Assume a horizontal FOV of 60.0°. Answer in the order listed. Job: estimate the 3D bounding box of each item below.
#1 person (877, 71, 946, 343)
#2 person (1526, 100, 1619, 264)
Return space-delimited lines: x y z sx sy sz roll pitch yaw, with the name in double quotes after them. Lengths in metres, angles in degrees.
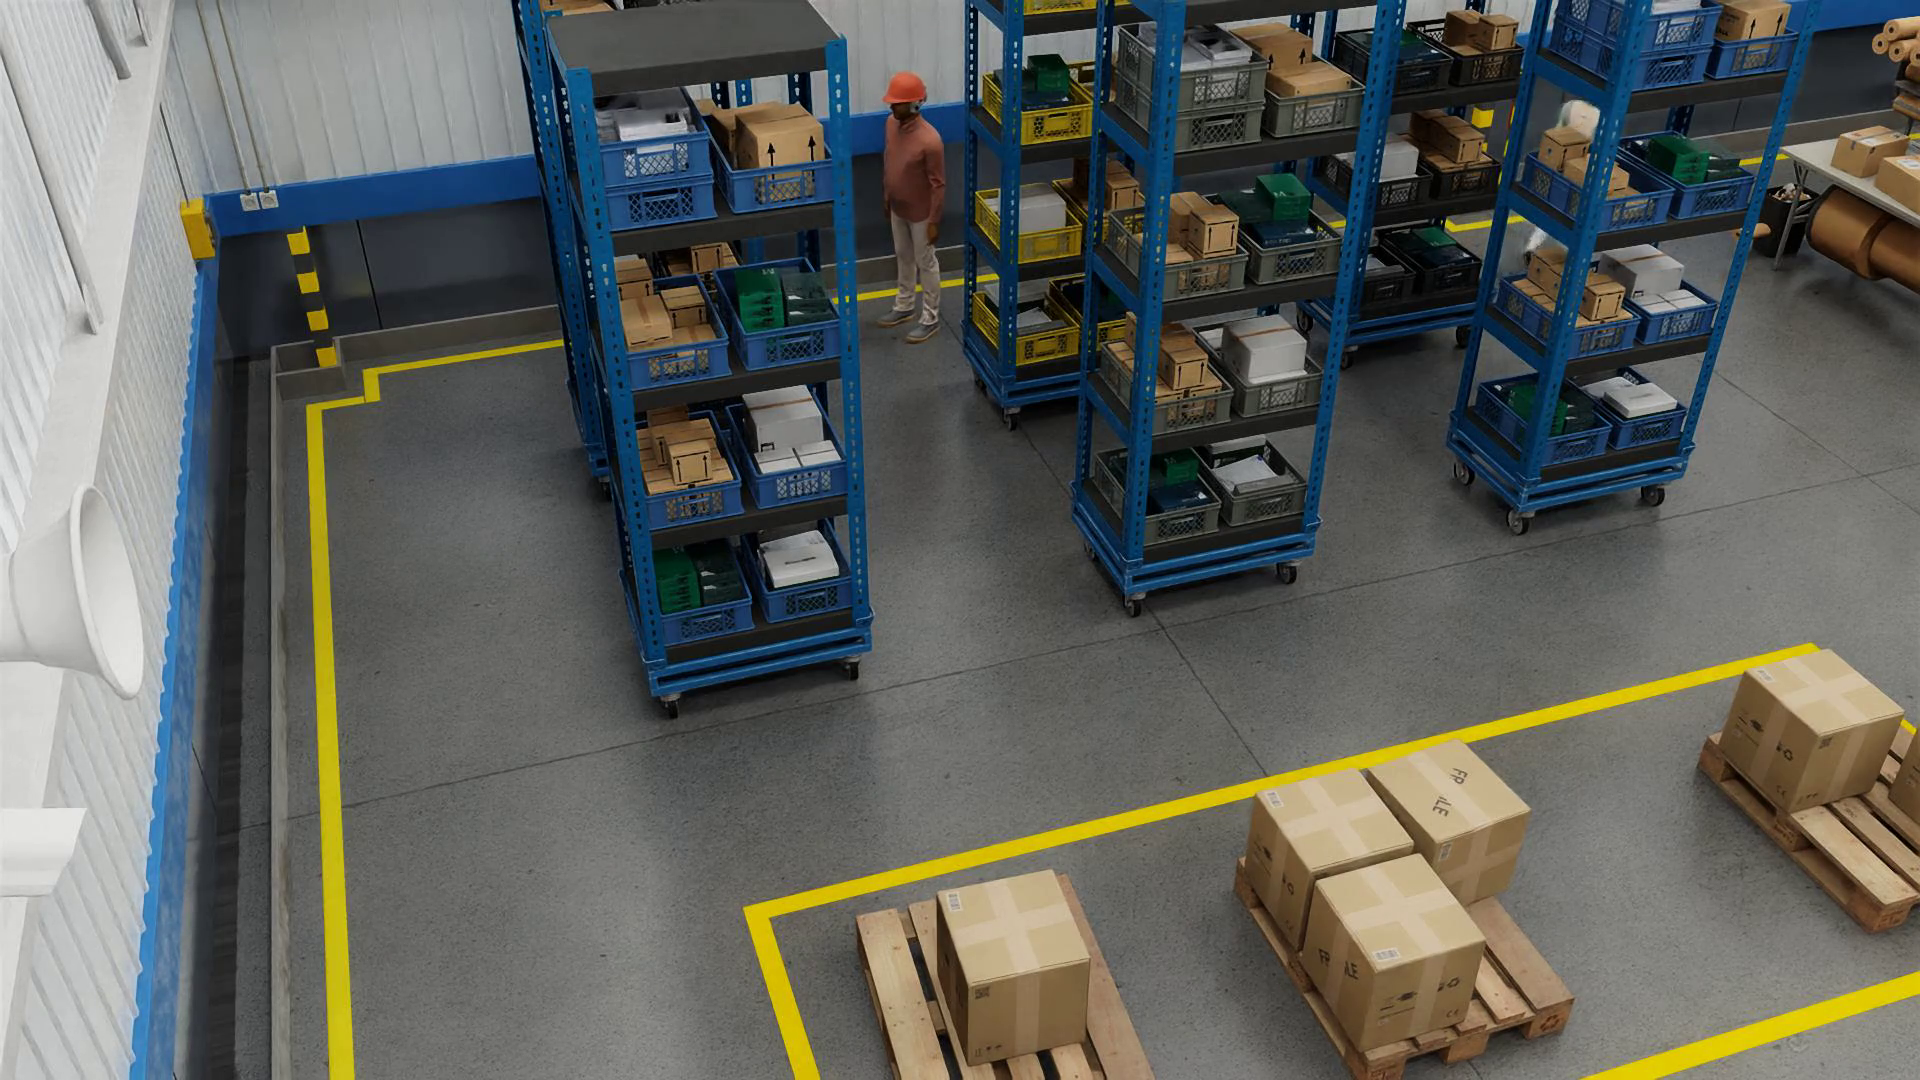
-0.353 -2.382 11.924 0.386 1.996 0.610 -25 42 -31 "person"
4.741 -2.819 12.867 0.470 1.623 0.521 -26 43 -32 "person"
